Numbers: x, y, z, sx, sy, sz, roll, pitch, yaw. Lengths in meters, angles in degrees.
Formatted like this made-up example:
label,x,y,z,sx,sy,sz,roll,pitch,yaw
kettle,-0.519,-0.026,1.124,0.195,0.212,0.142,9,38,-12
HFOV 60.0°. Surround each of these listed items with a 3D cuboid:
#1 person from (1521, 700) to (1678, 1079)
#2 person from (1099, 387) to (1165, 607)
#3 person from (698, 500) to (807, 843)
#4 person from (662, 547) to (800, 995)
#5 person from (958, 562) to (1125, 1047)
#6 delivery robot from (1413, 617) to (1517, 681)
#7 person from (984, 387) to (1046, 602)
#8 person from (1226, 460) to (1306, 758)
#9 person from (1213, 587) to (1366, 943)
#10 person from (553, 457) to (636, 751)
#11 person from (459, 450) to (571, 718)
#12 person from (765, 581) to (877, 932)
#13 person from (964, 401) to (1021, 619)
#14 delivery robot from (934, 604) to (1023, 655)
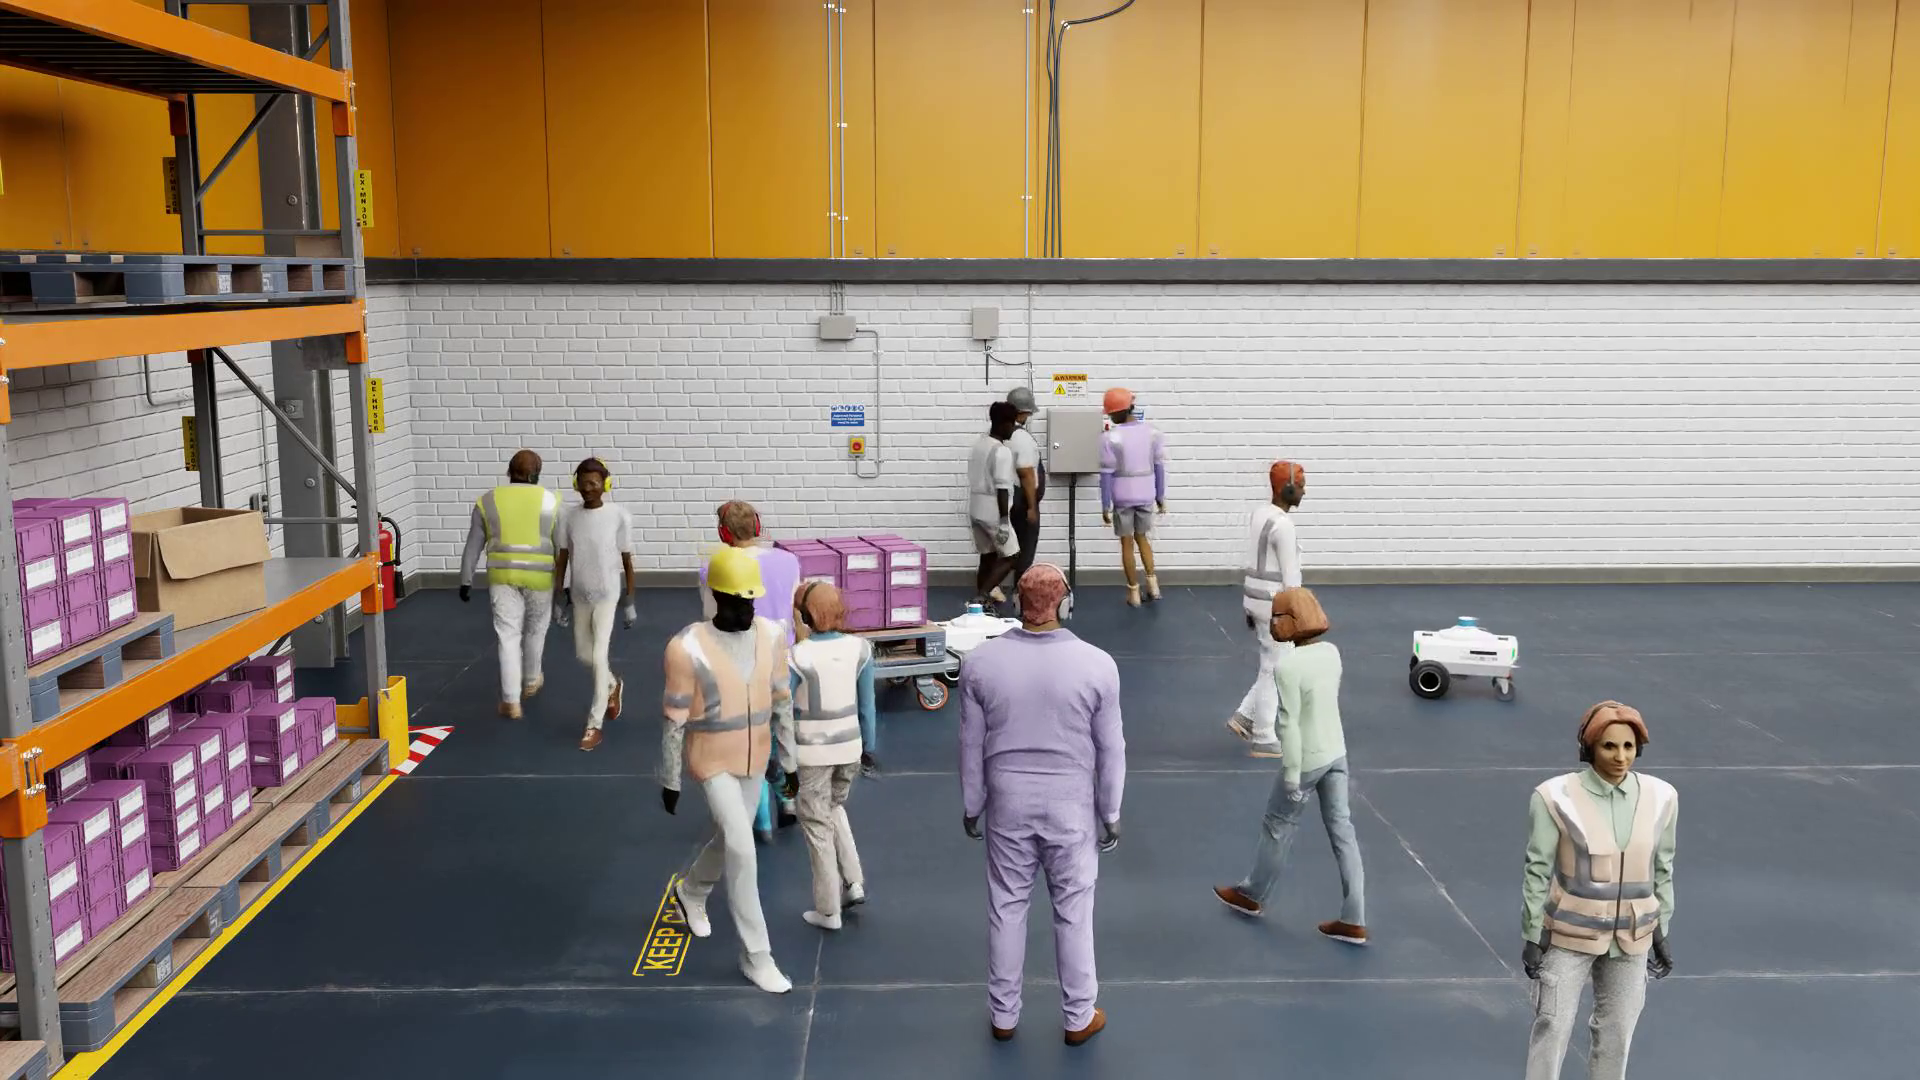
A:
label,x,y,z,sx,sy,sz,roll,pitch,yaw
person,2.106,1.329,5.506,0.522,1.638,0.310,-1,9,-5
person,1.518,-0.378,14.930,0.675,1.990,0.457,-3,10,-19
person,-1.081,0.696,8.836,0.594,1.814,0.475,-5,11,-30
person,-1.037,0.931,7.236,0.584,1.879,0.962,-9,13,-44
person,0.324,1.030,6.529,0.652,1.904,0.402,2,9,12
delivery robot,3.594,0.790,11.840,0.707,0.478,0.477,3,10,15
person,0.510,-0.414,14.966,0.572,2.000,0.727,-6,11,-34
person,1.958,0.436,10.269,0.411,1.868,0.577,0,9,-2
person,1.549,1.003,7.622,0.516,1.581,0.839,-8,12,-41
person,-2.352,0.367,10.773,0.520,1.845,0.845,2,9,10
person,-3.074,0.273,11.501,0.758,1.778,0.950,-2,9,-12
person,-0.638,0.991,7.635,0.515,1.623,0.380,-8,12,-41
person,0.257,-0.206,14.015,0.480,1.940,0.606,-5,11,-28
delivery robot,0.117,0.717,12.285,0.707,0.478,0.477,-3,10,-16
